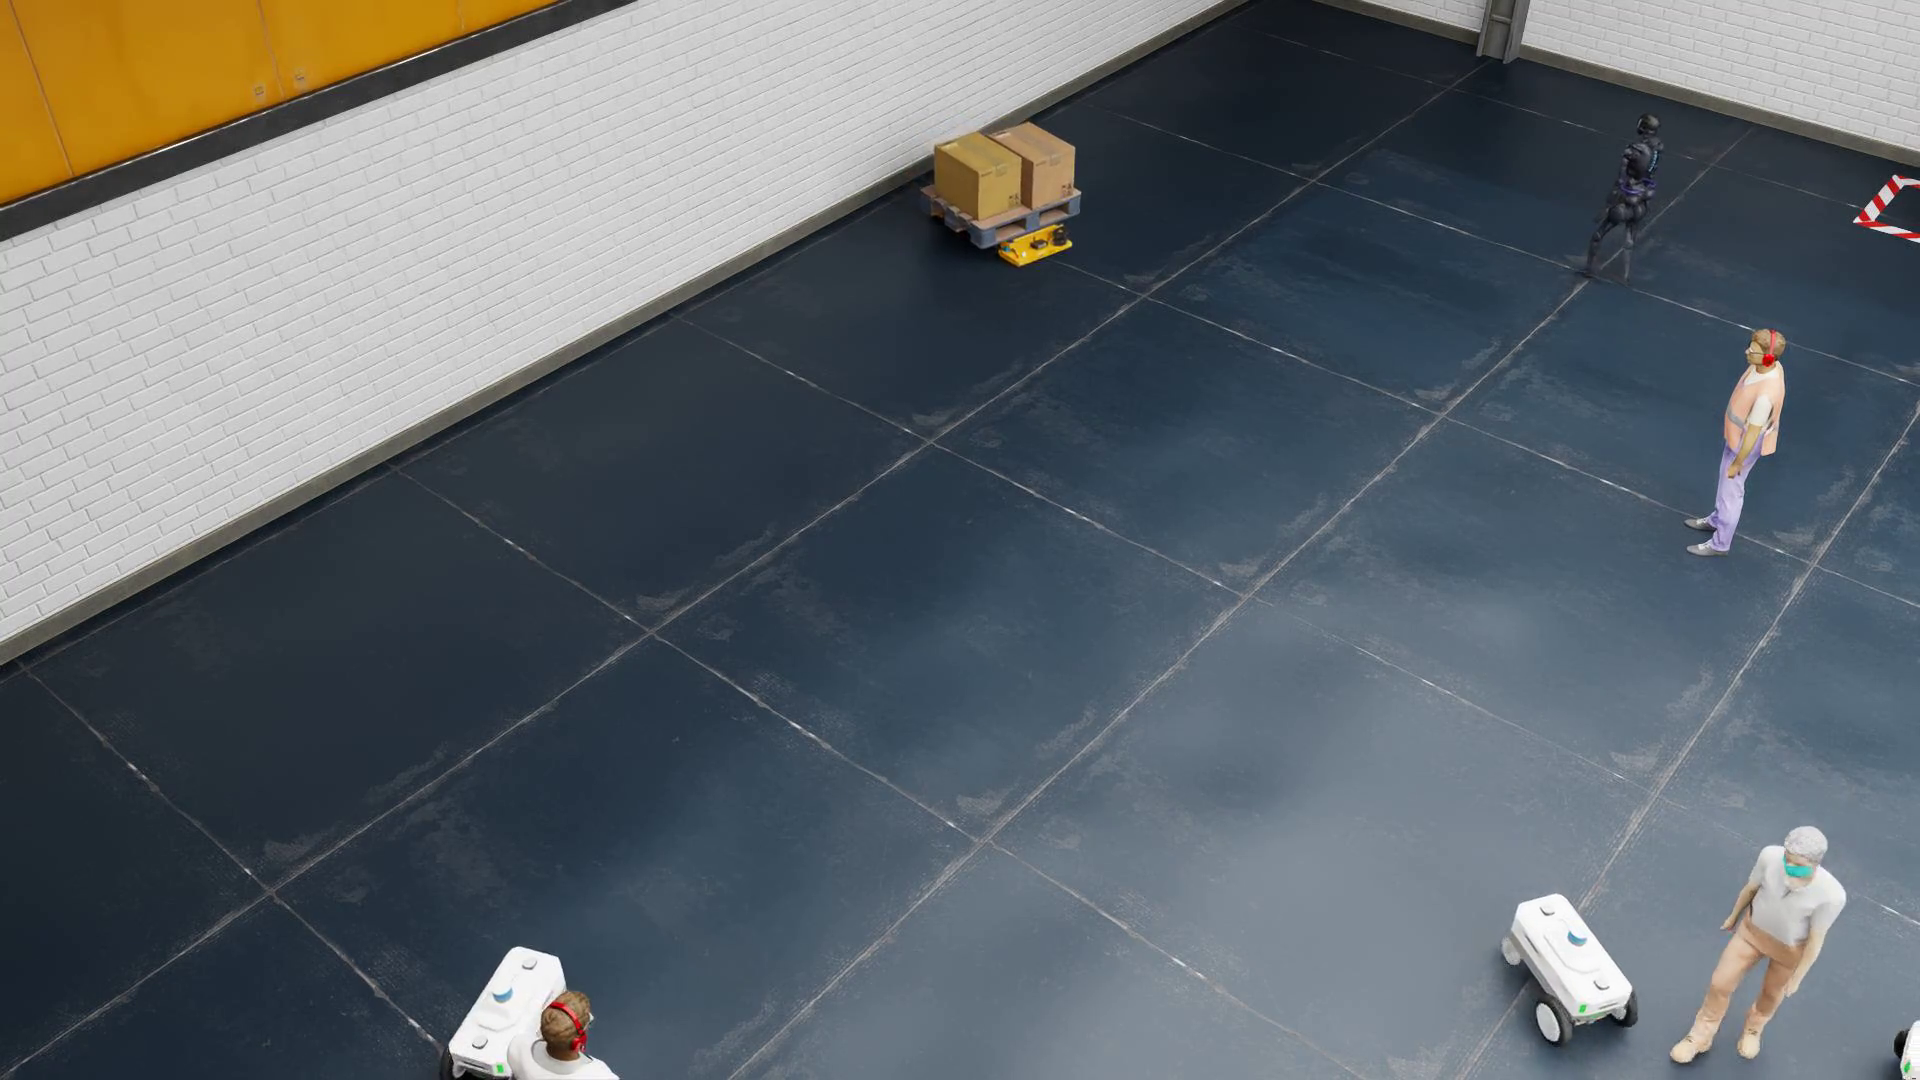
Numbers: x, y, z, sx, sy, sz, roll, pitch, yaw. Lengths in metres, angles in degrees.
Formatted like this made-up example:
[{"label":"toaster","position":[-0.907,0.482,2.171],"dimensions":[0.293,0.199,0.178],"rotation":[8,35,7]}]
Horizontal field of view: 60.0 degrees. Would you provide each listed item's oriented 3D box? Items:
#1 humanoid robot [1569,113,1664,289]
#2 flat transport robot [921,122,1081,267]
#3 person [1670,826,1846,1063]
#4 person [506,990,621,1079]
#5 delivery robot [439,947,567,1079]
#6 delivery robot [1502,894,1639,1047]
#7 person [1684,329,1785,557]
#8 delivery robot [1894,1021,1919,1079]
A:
[{"label":"humanoid robot","position":[5.999,-3.083,14.996],"dimensions":[0.601,1.640,0.567],"rotation":[-23,44,-26]},{"label":"flat transport robot","position":[0.385,-3.090,16.122],"dimensions":[0.659,0.231,1.431],"rotation":[-25,45,-28]},{"label":"person","position":[4.105,2.105,8.520],"dimensions":[0.684,1.719,0.461],"rotation":[-30,48,-32]},{"label":"person","position":[-1.739,2.735,7.649],"dimensions":[0.569,1.831,0.408],"rotation":[15,41,17]},{"label":"delivery robot","position":[-2.399,2.592,8.852],"dimensions":[0.522,0.609,0.780],"rotation":[11,40,14]},{"label":"delivery robot","position":[3.347,2.339,9.145],"dimensions":[0.499,0.582,0.773],"rotation":[-11,40,-13]},{"label":"person","position":[5.610,-0.692,11.900],"dimensions":[0.391,1.836,0.559],"rotation":[11,40,14]},{"label":"delivery robot","position":[5.200,2.820,8.574],"dimensions":[0.815,0.614,0.499],"rotation":[22,44,25]}]
